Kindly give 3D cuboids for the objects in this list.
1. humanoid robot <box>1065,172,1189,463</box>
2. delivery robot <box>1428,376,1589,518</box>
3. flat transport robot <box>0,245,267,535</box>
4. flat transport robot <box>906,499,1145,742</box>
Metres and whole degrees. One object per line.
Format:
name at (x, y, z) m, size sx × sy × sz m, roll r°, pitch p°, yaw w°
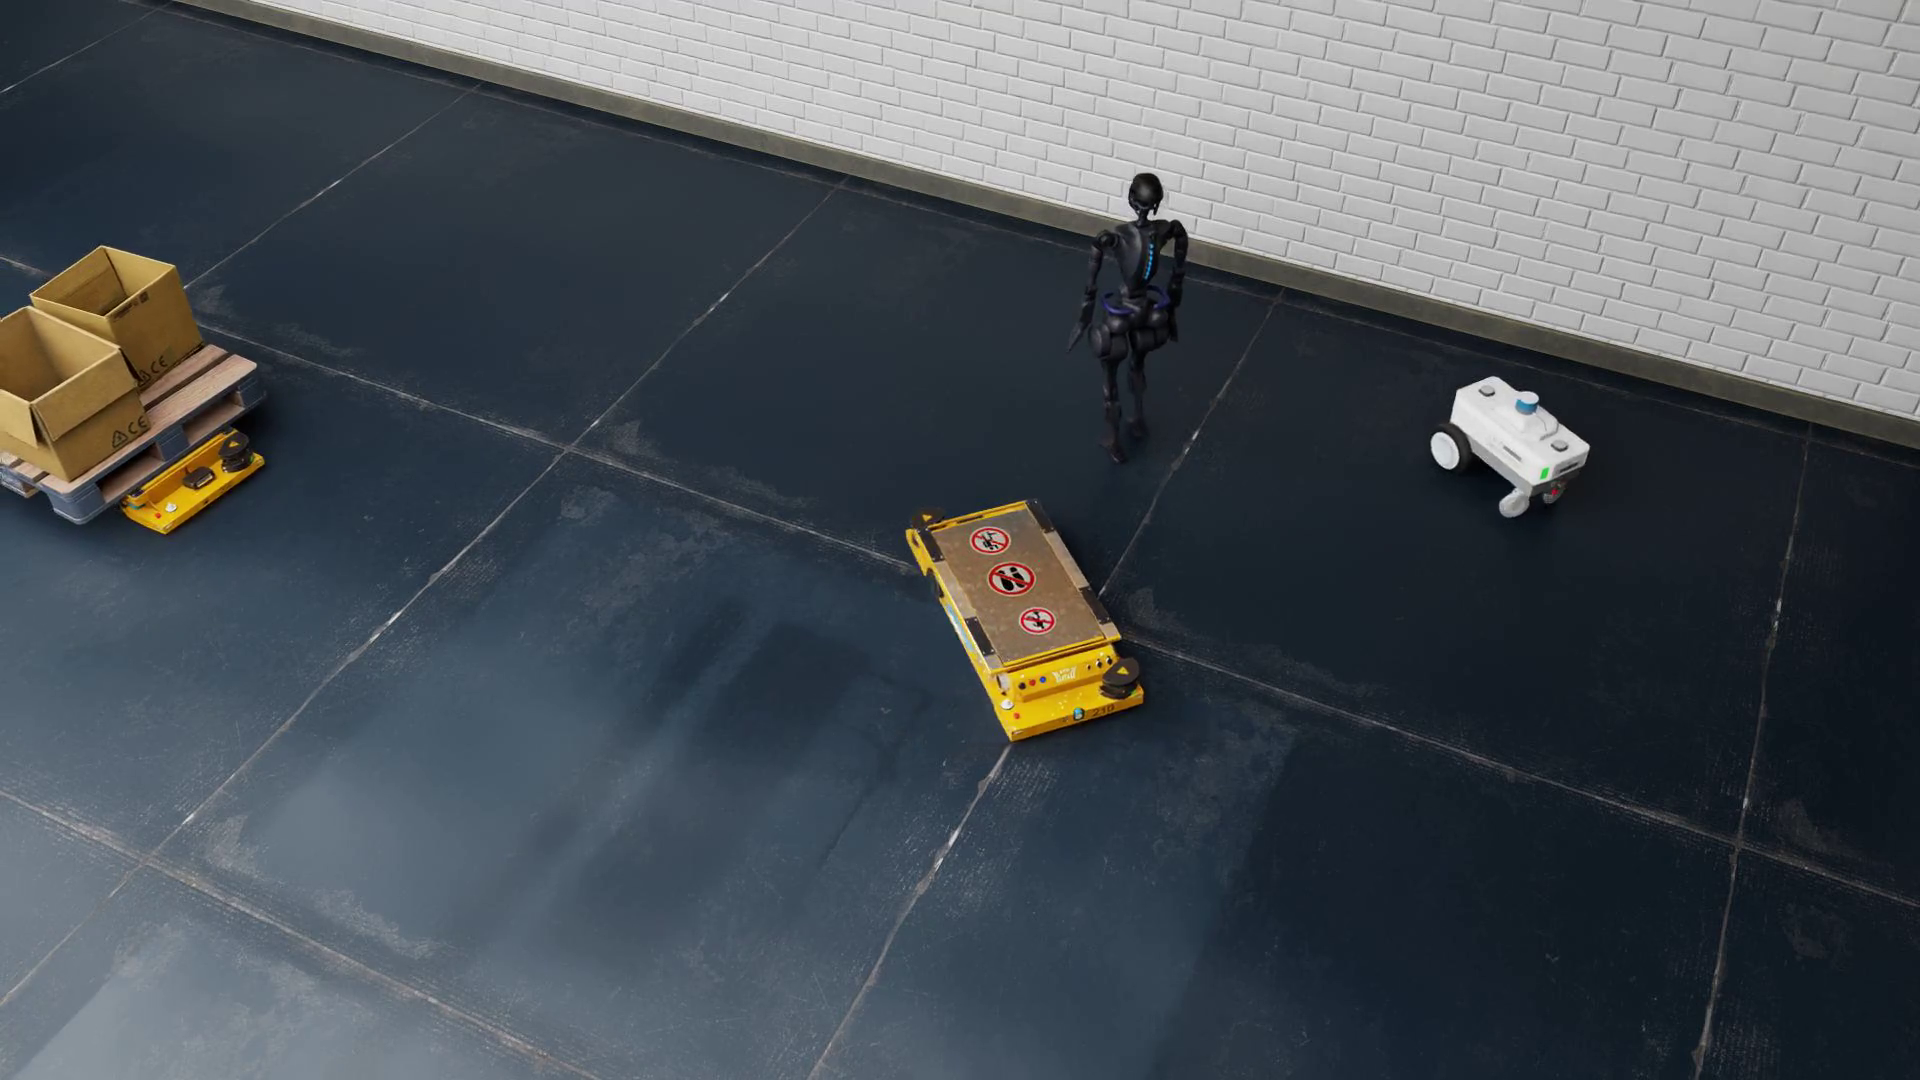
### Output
humanoid robot at (0.841, -1.118, 8.431) m, size 0.611 × 1.649 × 0.336 m, roll -14°, pitch 45°, yaw -15°
delivery robot at (2.842, -0.515, 8.613) m, size 0.517 × 0.611 × 0.782 m, roll -22°, pitch 47°, yaw -22°
flat transport robot at (-4.453, -0.508, 8.804) m, size 1.431 × 0.231 × 0.659 m, roll 22°, pitch 47°, yaw 22°
flat transport robot at (0.281, 0.314, 7.917) m, size 0.659 × 0.231 × 1.431 m, roll -14°, pitch 45°, yaw -15°
